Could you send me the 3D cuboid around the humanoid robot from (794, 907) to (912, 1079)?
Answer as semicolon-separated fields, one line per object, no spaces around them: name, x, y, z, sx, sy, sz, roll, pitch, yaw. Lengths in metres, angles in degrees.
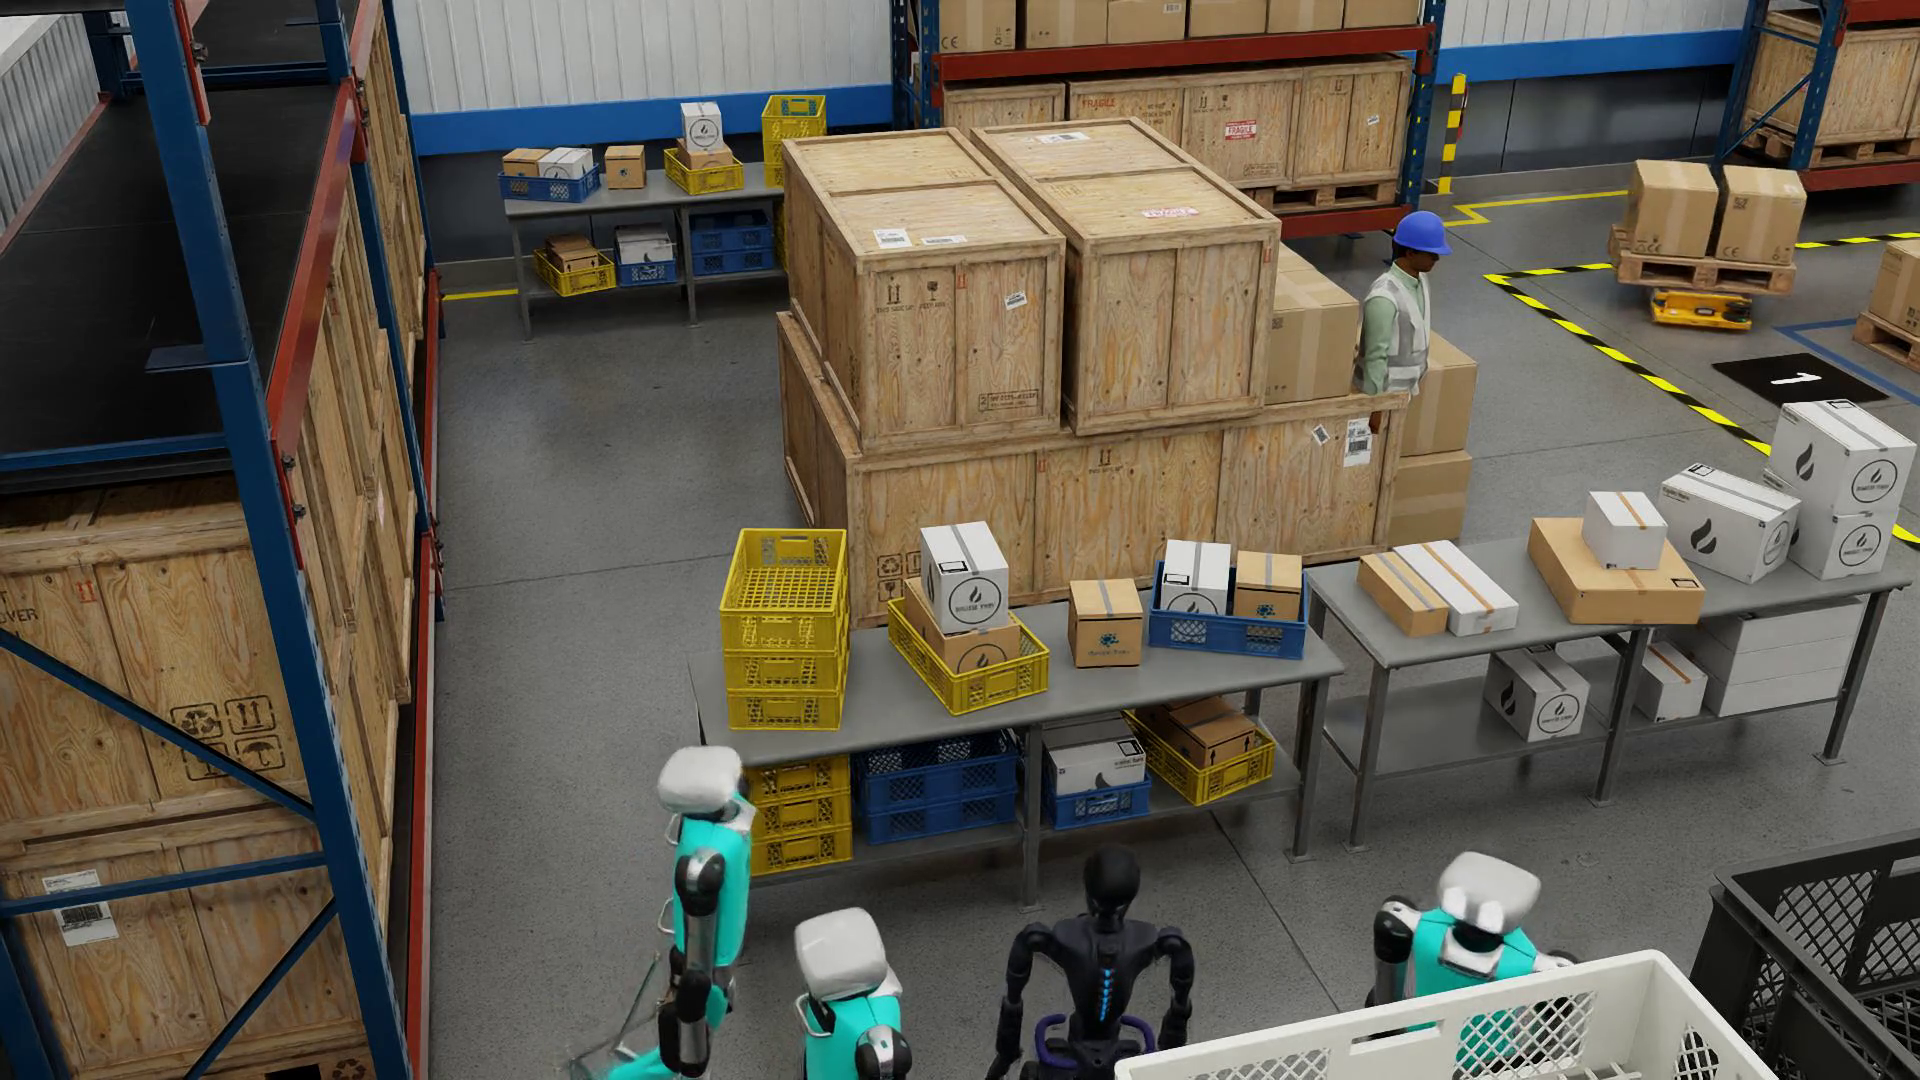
humanoid robot;-0.467;1.758;4.347;0.680;1.751;0.545;-12;31;-21

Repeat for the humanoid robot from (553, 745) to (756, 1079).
humanoid robot;-0.936;1.409;5.063;0.892;1.775;0.571;1;29;2

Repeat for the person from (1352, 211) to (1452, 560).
person;2.299;-0.813;8.866;0.411;1.939;0.603;19;34;30

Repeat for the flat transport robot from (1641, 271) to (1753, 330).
flat transport robot;5.562;-1.961;12.647;0.652;0.197;1.431;7;30;12

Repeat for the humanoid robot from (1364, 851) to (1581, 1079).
humanoid robot;1.473;1.524;4.838;0.530;1.802;0.802;15;32;26

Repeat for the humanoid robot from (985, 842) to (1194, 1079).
humanoid robot;0.362;1.545;4.882;0.600;1.652;0.606;0;29;0
